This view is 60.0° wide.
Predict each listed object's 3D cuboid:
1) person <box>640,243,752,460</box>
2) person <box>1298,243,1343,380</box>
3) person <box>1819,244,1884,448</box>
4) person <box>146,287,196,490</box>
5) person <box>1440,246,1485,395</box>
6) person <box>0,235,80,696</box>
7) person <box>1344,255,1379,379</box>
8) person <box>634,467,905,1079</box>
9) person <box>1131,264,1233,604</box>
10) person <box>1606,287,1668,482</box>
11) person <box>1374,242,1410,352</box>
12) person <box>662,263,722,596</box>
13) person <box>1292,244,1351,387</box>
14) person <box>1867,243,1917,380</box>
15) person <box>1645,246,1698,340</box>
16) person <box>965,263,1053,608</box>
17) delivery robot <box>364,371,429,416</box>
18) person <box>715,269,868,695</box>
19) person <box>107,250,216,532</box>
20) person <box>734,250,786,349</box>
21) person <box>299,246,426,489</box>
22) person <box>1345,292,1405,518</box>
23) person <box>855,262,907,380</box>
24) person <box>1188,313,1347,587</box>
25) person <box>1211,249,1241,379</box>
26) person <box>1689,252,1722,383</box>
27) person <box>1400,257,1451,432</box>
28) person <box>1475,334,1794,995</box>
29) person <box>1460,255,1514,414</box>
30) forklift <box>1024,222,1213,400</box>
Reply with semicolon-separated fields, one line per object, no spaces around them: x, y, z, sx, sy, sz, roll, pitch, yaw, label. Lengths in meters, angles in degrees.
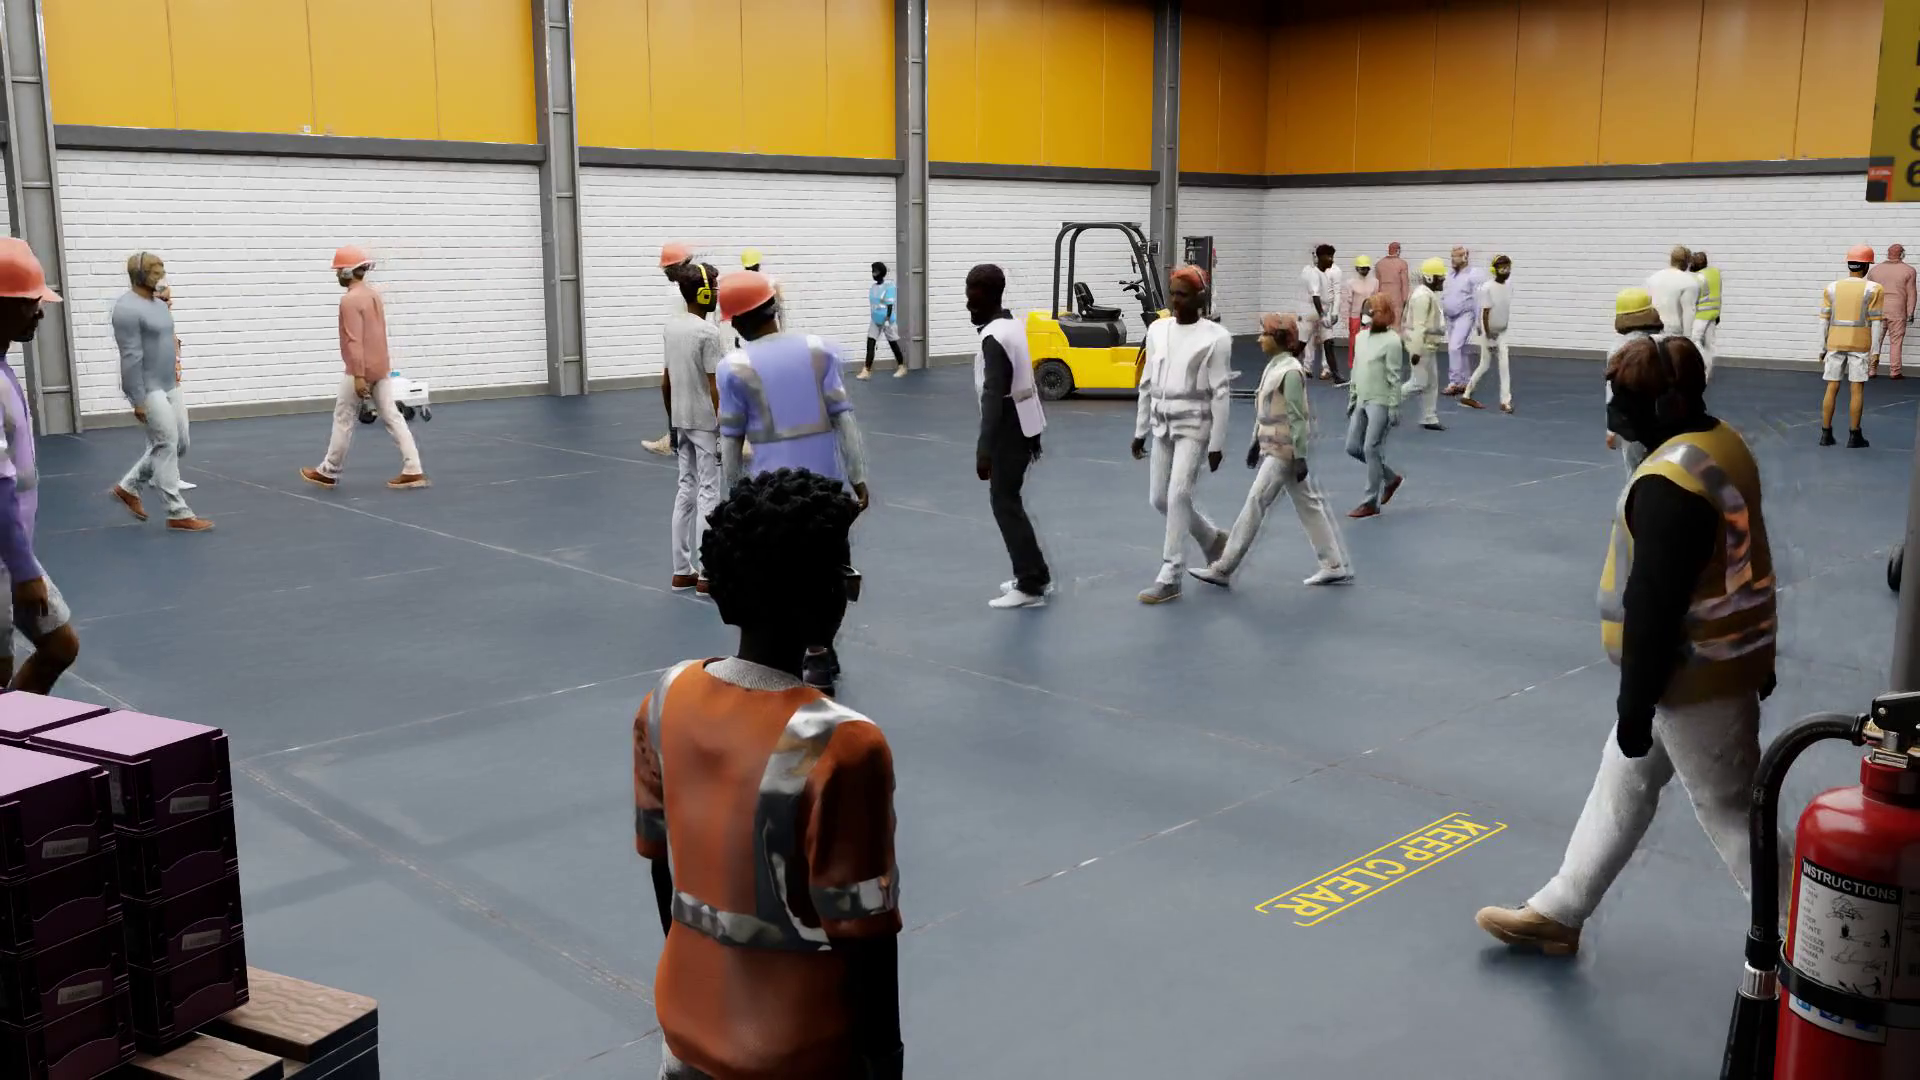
-2.348;-1.667;14.906;1.138;1.951;0.612;3;11;15;person
5.040;-3.213;23.429;0.646;1.907;0.401;9;14;42;person
8.531;-1.853;15.930;0.367;1.935;0.552;-10;14;-44;person
-6.365;-1.215;13.266;0.308;1.639;0.523;-10;14;-44;person
6.257;-2.775;21.082;0.726;1.881;0.682;-4;11;-20;person
-3.130;0.028;5.448;0.487;2.017;0.607;-4;11;-20;person
5.614;-3.084;23.142;0.556;1.746;0.580;-2;11;-10;person
-0.265;0.735;2.473;0.316;1.696;0.541;-10;14;-44;person
1.277;-0.601;9.298;0.766;1.866;0.589;-8;13;-39;person
4.314;-0.710;10.346;0.533;1.700;0.664;-3;11;-17;person
7.508;-4.206;28.853;0.405;1.904;0.652;-10;14;-44;person
-1.468;-0.622;9.402;0.311;1.869;0.534;-10;14;-44;person
4.771;-2.982;22.210;1.045;1.910;0.614;7;13;34;person
13.113;-3.212;23.433;0.405;1.904;0.652;-10;14;-44;person
7.803;-2.297;18.473;0.545;1.910;0.665;-6;12;-29;person
0.255;-0.548;8.980;0.459;1.875;0.623;1;10;8;person
-6.094;-1.584;17.979;0.477;0.478;0.707;5;12;25;delivery robot
-0.771;-0.260;7.407;0.634;1.872;0.648;-6;12;-28;person
-5.504;-1.000;11.318;0.719;1.923;0.648;0;10;-2;person
-2.368;-2.475;19.552;0.597;1.844;0.996;1;10;6;person
-4.768;-1.358;13.263;1.020;1.937;0.647;2;11;9;person
3.010;-0.968;11.944;0.456;1.617;0.519;-4;11;-20;person
-1.081;-3.080;23.410;0.539;1.655;0.867;10;14;43;person
1.819;-0.504;9.537;0.936;1.584;0.522;1;10;4;person
3.457;-3.039;22.644;0.860;1.850;0.613;0;10;2;person
10.118;-3.016;22.669;0.713;1.806;0.433;-7;12;-33;person
4.680;-1.998;17.094;0.728;1.806;0.592;4;11;21;person
1.930;0.346;4.405;0.945;1.774;0.674;6;12;30;person
6.143;-2.377;19.174;0.525;1.814;0.818;-4;11;-20;person
1.935;-2.847;20.651;2.313;2.155;1.214;2;11;13;forklift
